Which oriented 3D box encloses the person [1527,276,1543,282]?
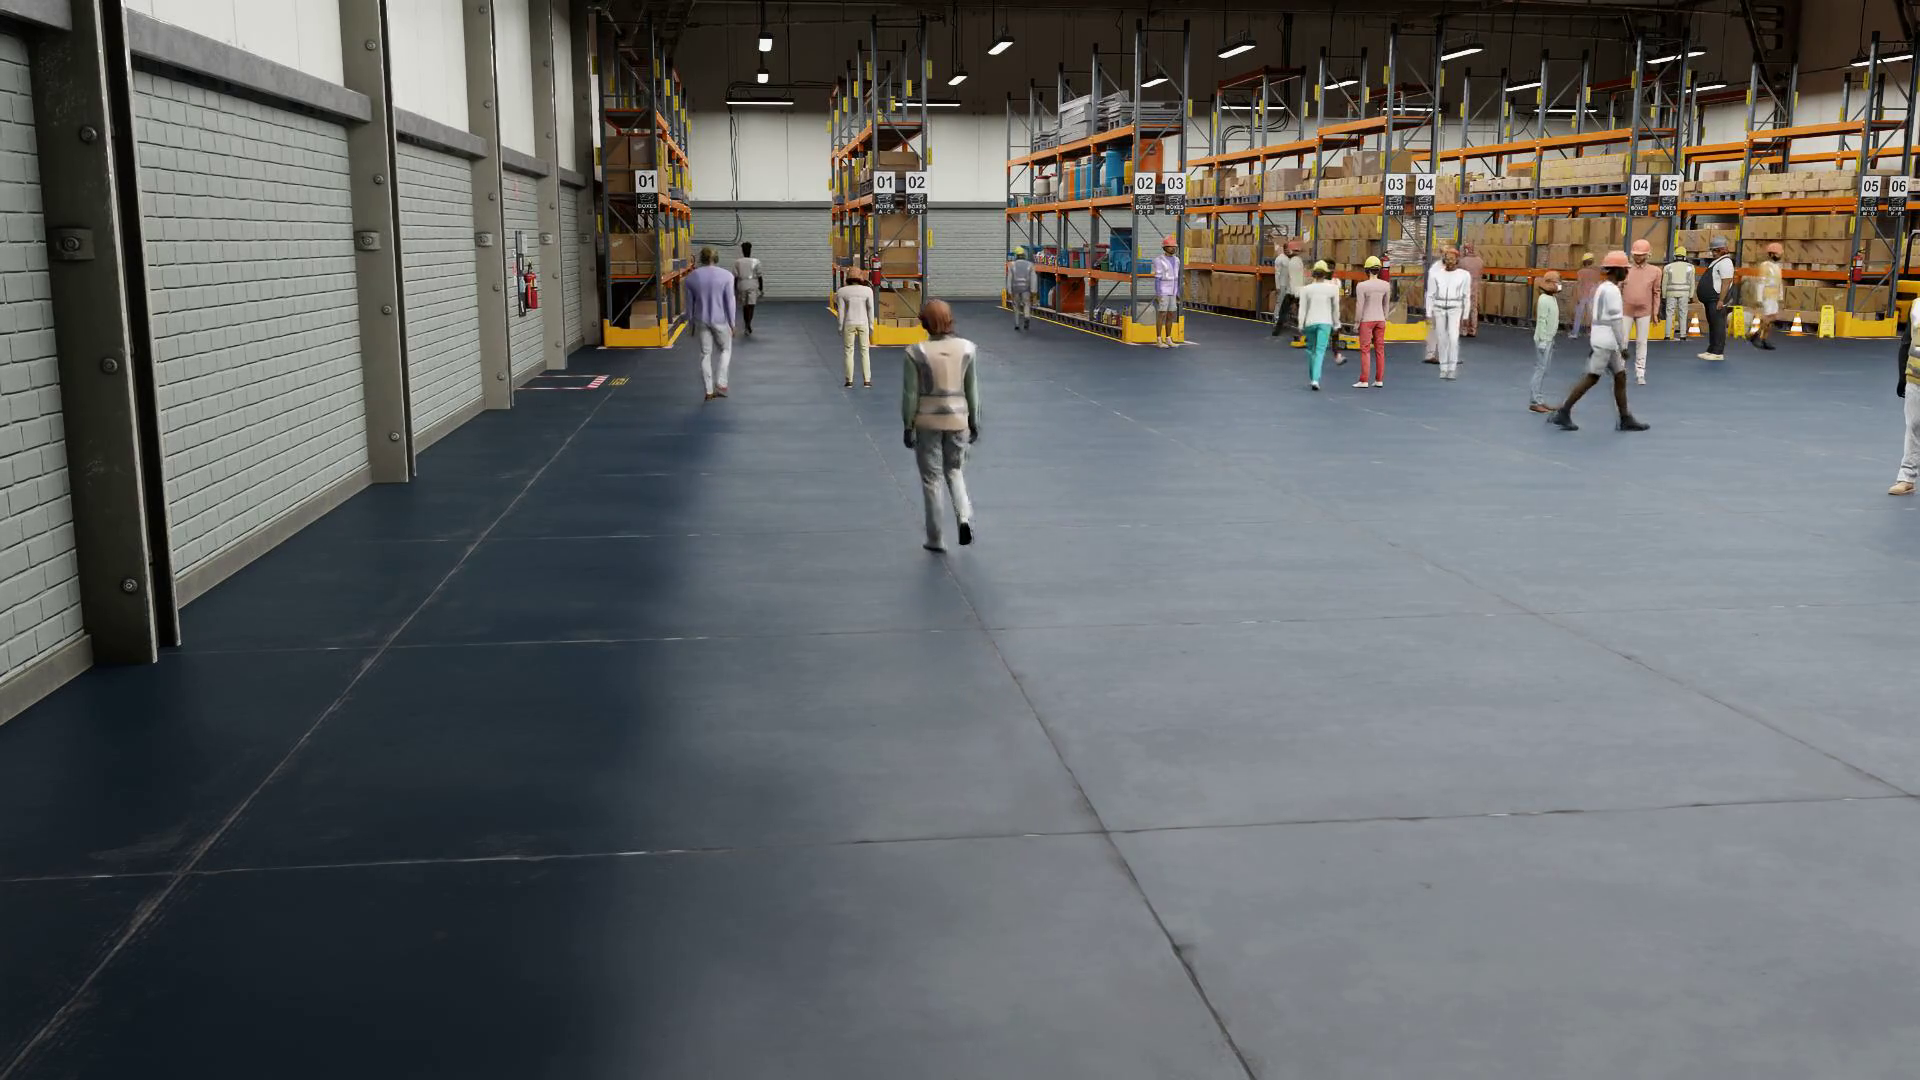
[{"bbox_3d":[14.821,-6.688,42.625,0.551,1.919,0.719,-3,11,-14],"label":"person"}]

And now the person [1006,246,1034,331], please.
[{"bbox_3d":[1.298,-5.408,35.835,0.615,1.818,0.521,-1,10,-6],"label":"person"}]

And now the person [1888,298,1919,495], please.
[{"bbox_3d":[7.604,-1.233,12.922,0.430,1.838,0.619,-9,14,-42],"label":"person"}]

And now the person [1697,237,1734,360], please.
[{"bbox_3d":[12.473,-4.000,27.523,0.535,2.000,0.687,2,11,12],"label":"person"}]

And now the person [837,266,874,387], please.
[{"bbox_3d":[-1.405,-2.874,22.463,0.497,1.633,0.278,-1,10,-4],"label":"person"}]

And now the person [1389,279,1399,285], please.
[{"bbox_3d":[13.316,-8.080,51.134,0.889,1.585,0.581,1,10,8],"label":"person"}]

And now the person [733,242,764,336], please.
[{"bbox_3d":[-4.396,-5.185,34.360,0.596,1.926,0.982,2,10,10],"label":"person"}]

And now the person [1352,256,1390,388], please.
[{"bbox_3d":[5.525,-2.921,22.364,0.523,1.769,0.309,-4,11,-22],"label":"person"}]

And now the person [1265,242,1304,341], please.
[{"bbox_3d":[6.526,-4.824,32.351,1.058,1.938,0.620,7,13,34],"label":"person"}]

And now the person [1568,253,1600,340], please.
[{"bbox_3d":[12.367,-4.795,32.769,0.534,1.722,0.924,-2,10,-9],"label":"person"}]

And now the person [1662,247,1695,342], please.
[{"bbox_3d":[13.931,-4.764,32.279,0.590,1.833,0.403,4,11,21],"label":"person"}]

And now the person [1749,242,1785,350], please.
[{"bbox_3d":[14.575,-4.366,29.850,0.549,1.922,0.400,-8,13,-38],"label":"person"}]

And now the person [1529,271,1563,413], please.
[{"bbox_3d":[6.805,-2.296,19.301,0.268,1.630,0.507,6,12,30],"label":"person"}]

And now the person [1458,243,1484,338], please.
[{"bbox_3d":[10.244,-5.036,33.582,0.640,1.905,0.410,-6,12,-32],"label":"person"}]

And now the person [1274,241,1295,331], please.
[{"bbox_3d":[7.048,-5.489,36.009,0.624,1.931,0.371,-8,13,-37],"label":"person"}]

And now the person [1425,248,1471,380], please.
[{"bbox_3d":[6.907,-3.198,23.642,0.580,1.860,0.780,5,12,27],"label":"person"}]

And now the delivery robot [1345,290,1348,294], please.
[{"bbox_3d":[11.784,-7.376,49.848,0.707,0.478,0.477,8,13,38],"label":"delivery robot"}]

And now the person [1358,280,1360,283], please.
[{"bbox_3d":[12.183,-8.137,50.612,0.835,1.905,0.594,10,14,43],"label":"person"}]

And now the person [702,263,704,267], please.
[{"bbox_3d":[-7.817,-8.146,51.371,0.286,1.632,0.498,6,12,30],"label":"person"}]

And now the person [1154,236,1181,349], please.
[{"bbox_3d":[3.803,-4.507,30.293,0.614,2.042,0.373,-9,14,-41],"label":"person"}]

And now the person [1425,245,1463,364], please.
[{"bbox_3d":[7.769,-3.719,26.407,0.814,1.876,0.680,8,13,36],"label":"person"}]

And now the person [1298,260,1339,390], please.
[{"bbox_3d":[4.784,-2.873,22.249,0.510,1.718,0.932,4,11,21],"label":"person"}]

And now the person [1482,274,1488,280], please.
[{"bbox_3d":[15.761,-8.079,50.296,0.615,1.903,0.594,2,10,9],"label":"person"}]

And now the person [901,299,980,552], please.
[{"bbox_3d":[-0.125,-0.726,10.673,0.523,1.625,0.386,-4,11,-22],"label":"person"}]

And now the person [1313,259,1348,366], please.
[{"bbox_3d":[5.796,-3.552,26.082,0.552,1.658,0.818,-3,11,-14],"label":"person"}]

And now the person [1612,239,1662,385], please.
[{"bbox_3d":[9.291,-3.125,22.872,0.608,1.987,0.391,3,11,18],"label":"person"}]

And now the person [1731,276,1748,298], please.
[{"bbox_3d":[20.024,-6.708,42.580,0.674,1.983,1.042,-6,12,-30],"label":"person"}]

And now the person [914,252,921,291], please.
[{"bbox_3d":[-1.339,-7.941,49.411,0.376,1.935,0.550,-1,10,-3],"label":"person"}]

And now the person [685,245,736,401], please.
[{"bbox_3d":[-3.073,-2.695,20.690,0.662,1.919,0.626,1,10,7],"label":"person"}]

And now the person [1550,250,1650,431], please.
[{"bbox_3d":[6.716,-2.072,17.381,0.996,1.895,0.547,3,11,15],"label":"person"}]

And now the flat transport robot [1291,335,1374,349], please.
[{"bbox_3d":[6.838,-3.623,30.309,1.431,0.197,0.652,9,14,40],"label":"flat transport robot"}]
